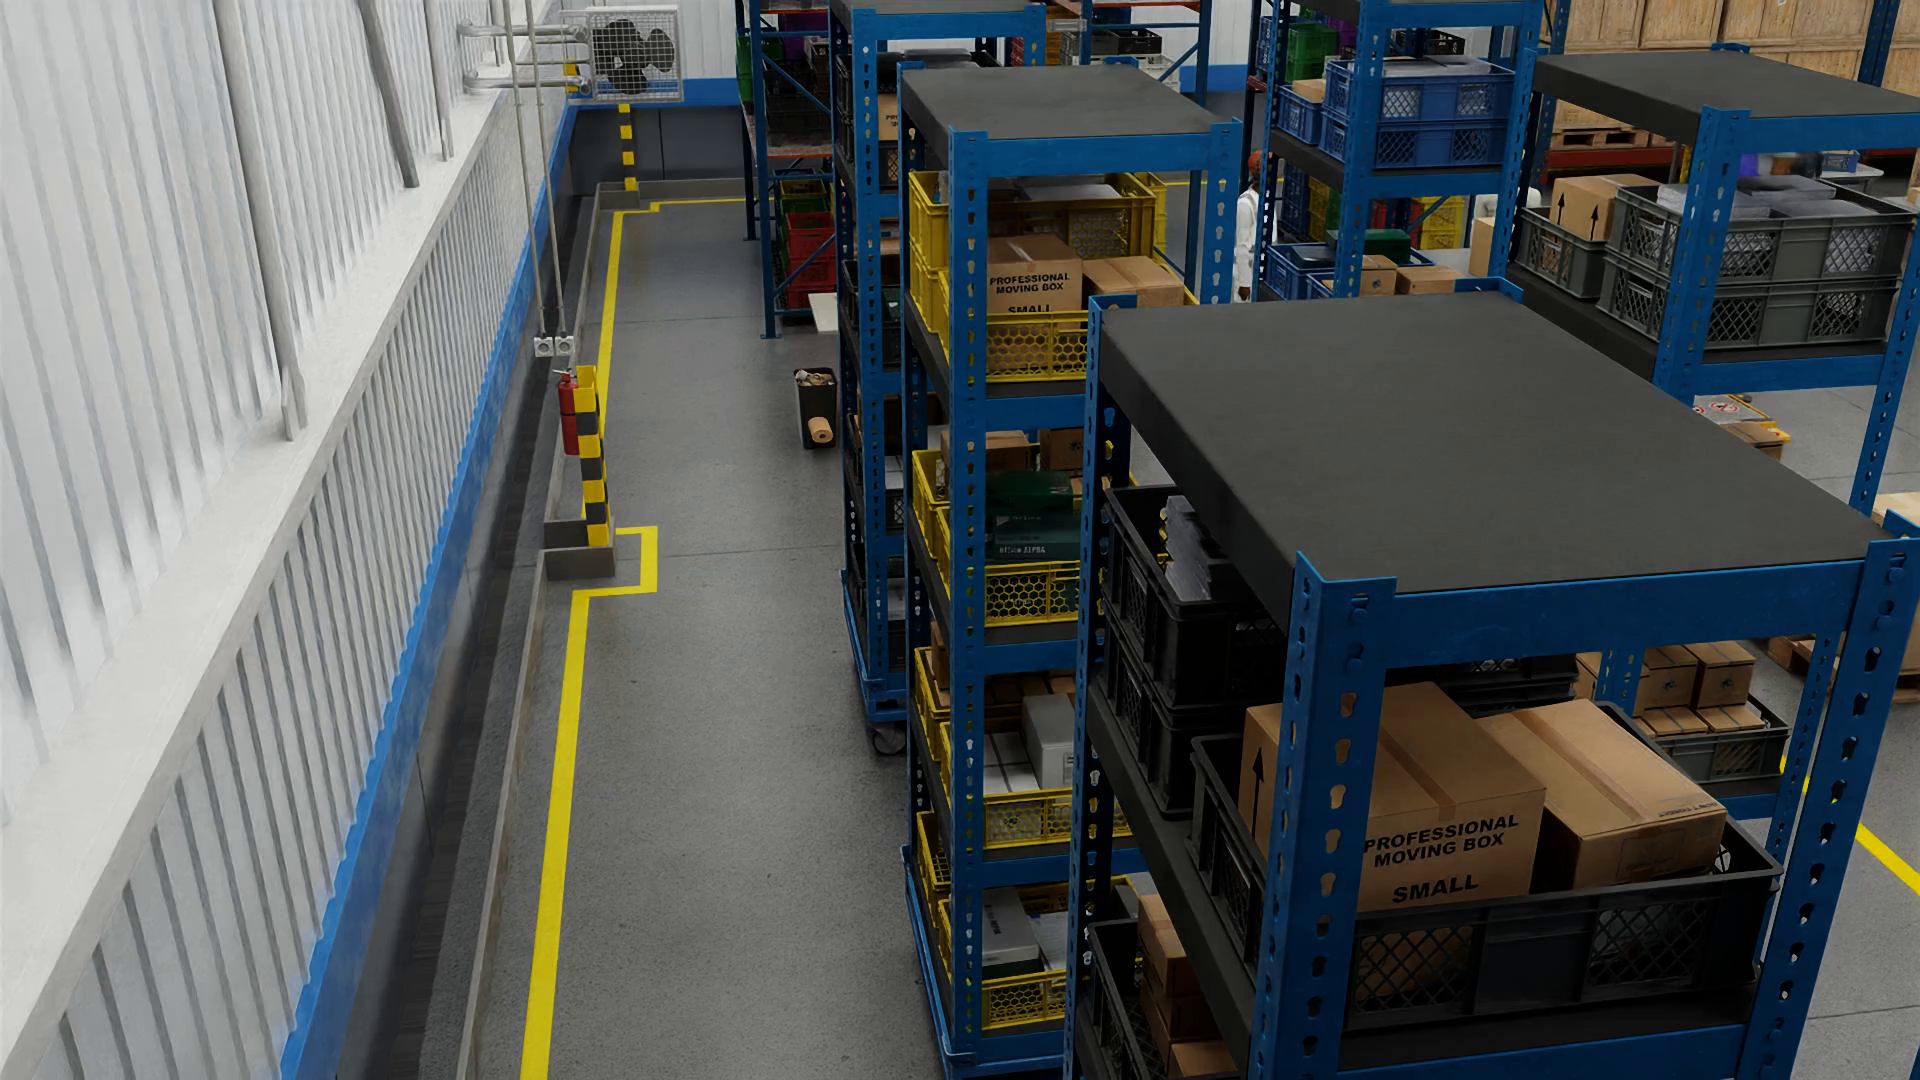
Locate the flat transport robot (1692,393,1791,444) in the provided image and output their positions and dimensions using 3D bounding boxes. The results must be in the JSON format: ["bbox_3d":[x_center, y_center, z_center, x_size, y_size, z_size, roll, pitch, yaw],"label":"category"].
[{"bbox_3d":[5.224,-0.859,12.132,1.431,0.197,0.652,-4,25,-8],"label":"flat transport robot"}]

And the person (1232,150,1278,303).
[{"bbox_3d":[2.267,-2.051,12.827,0.356,1.882,0.572,12,27,24],"label":"person"}]

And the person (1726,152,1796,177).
[{"bbox_3d":[7.277,-3.231,15.204,0.536,2.000,0.687,5,25,11],"label":"person"}]

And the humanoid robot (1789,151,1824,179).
[{"bbox_3d":[7.518,-3.026,15.213,0.602,1.624,0.586,-11,27,-23],"label":"humanoid robot"}]

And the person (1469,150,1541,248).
[{"bbox_3d":[4.439,-2.368,13.665,0.516,1.756,0.337,5,25,10],"label":"person"}]
